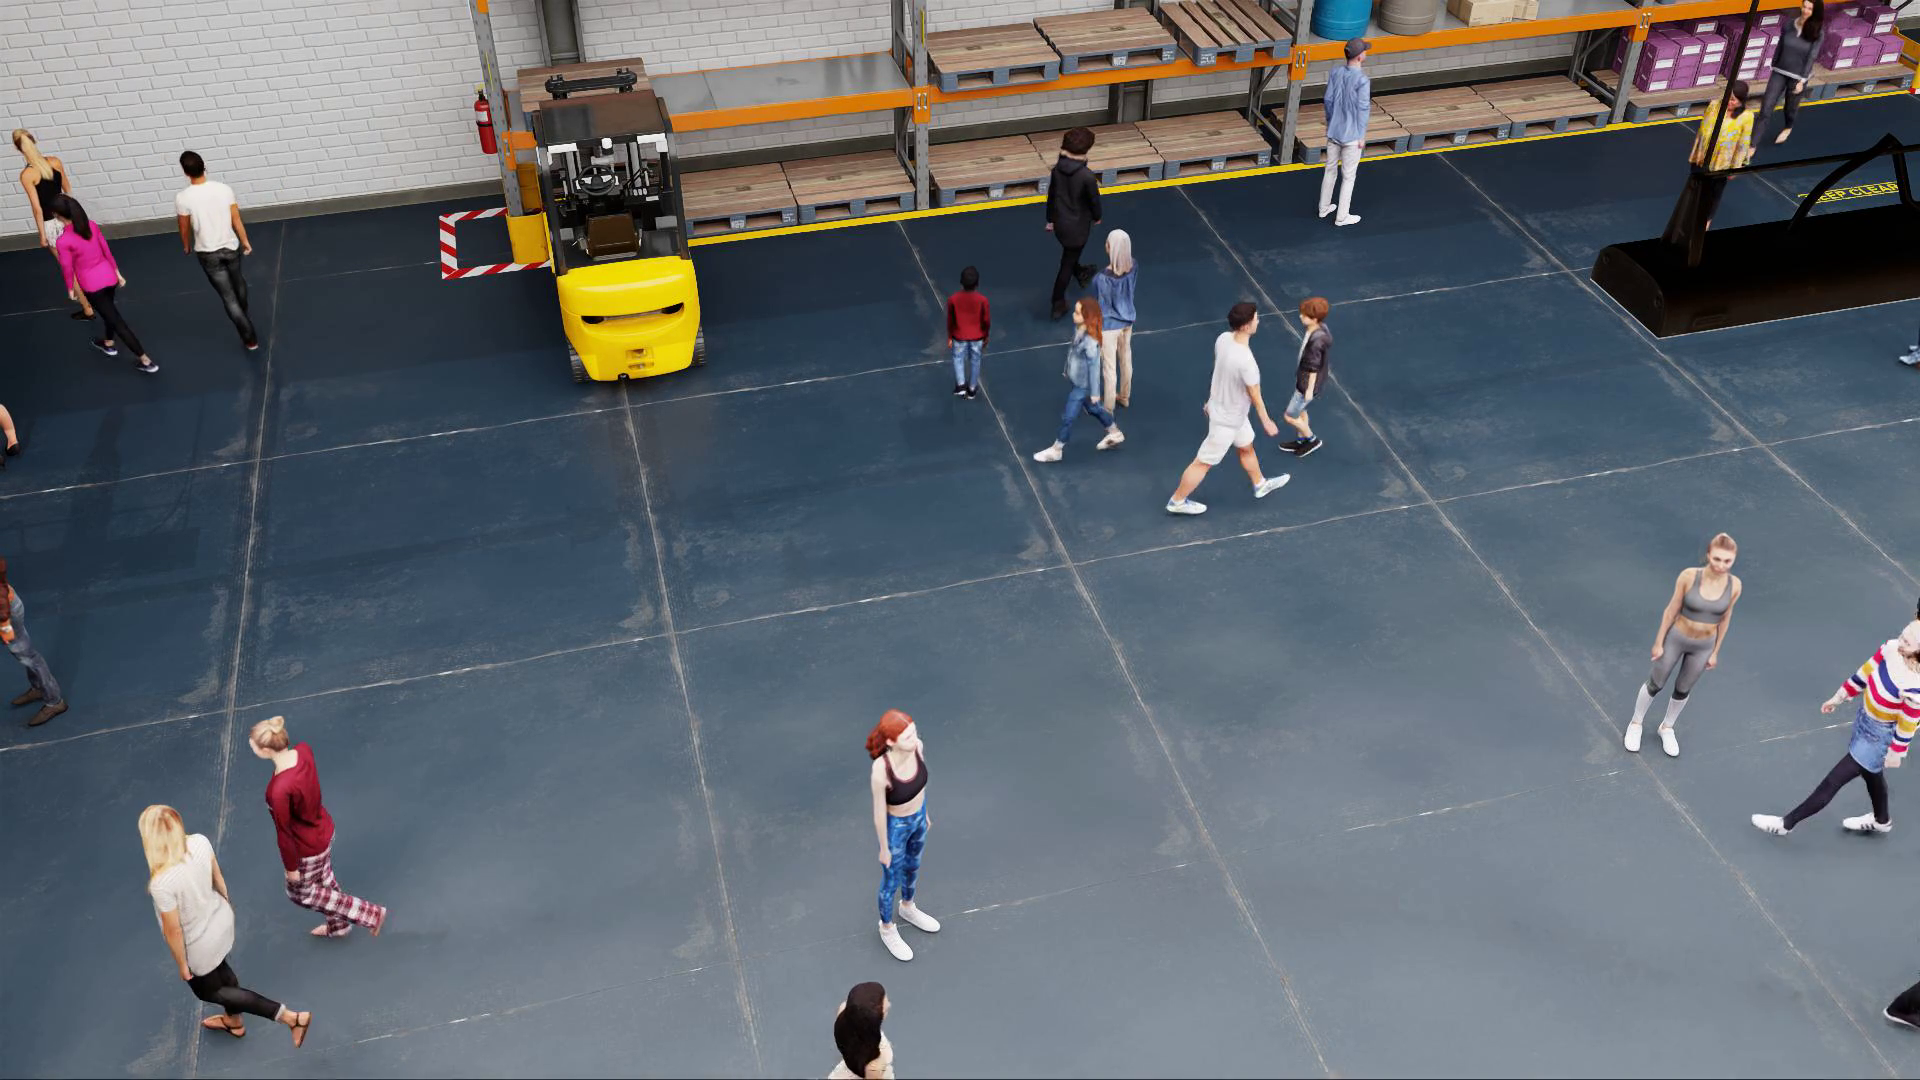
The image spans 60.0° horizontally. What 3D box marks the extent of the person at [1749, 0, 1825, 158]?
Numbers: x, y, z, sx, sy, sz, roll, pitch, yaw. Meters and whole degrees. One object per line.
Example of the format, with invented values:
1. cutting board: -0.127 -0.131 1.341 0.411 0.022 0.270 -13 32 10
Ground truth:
1. person: 8.762 -4.886 17.491 1.022 1.731 1.176 27 46 29

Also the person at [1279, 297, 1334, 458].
1. person: 2.818 -1.267 13.194 0.665 1.437 0.633 4 39 6

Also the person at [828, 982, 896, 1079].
1. person: -0.558 2.723 7.998 1.140 1.688 0.808 -23 44 -26

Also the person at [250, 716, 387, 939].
1. person: -3.580 1.662 9.321 0.826 1.694 0.765 -2 39 -3

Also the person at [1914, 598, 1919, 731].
1. person: 6.198 0.718 10.553 0.707 1.632 0.668 3 39 4

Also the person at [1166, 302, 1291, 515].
1. person: 1.916 -0.914 12.469 1.254 1.790 0.770 -5 39 -6

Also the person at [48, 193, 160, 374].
1. person: -7.227 -2.132 14.100 1.089 1.669 0.962 15 41 18

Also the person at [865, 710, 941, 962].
1. person: -0.323 1.623 9.308 0.746 1.782 0.678 25 45 28

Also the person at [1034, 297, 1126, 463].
1. person: 1.054 -1.270 13.189 1.005 1.448 0.627 -7 39 -9

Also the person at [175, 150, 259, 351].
1. person: -6.439 -2.469 14.462 1.183 1.744 1.065 -28 46 -30

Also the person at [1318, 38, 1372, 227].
1. person: 3.767 -3.991 16.244 0.711 1.888 0.729 -26 45 -29

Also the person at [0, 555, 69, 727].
1. person: -6.220 0.438 10.782 0.702 1.783 0.720 -31 48 -33

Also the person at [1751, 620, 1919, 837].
1. person: 5.531 1.164 9.896 1.224 1.754 0.959 5 39 6

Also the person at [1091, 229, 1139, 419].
1. person: 1.274 -1.772 13.627 0.769 1.696 0.674 30 47 32

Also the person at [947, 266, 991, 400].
1. person: 0.066 -1.693 13.881 0.536 1.246 0.629 0 39 0

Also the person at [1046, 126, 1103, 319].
1. person: 0.959 -2.774 14.846 0.989 1.730 1.138 27 46 30

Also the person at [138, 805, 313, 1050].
1. person: -3.872 2.081 8.705 1.062 1.808 0.861 6 39 7

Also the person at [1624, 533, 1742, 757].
1. person: 4.619 0.658 10.570 0.612 1.704 0.706 6 39 8

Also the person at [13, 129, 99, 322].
1. person: -8.020 -2.824 14.817 0.719 1.844 0.678 16 41 19

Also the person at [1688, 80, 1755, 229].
1. person: 7.328 -3.663 16.051 1.019 1.617 1.145 29 47 31
